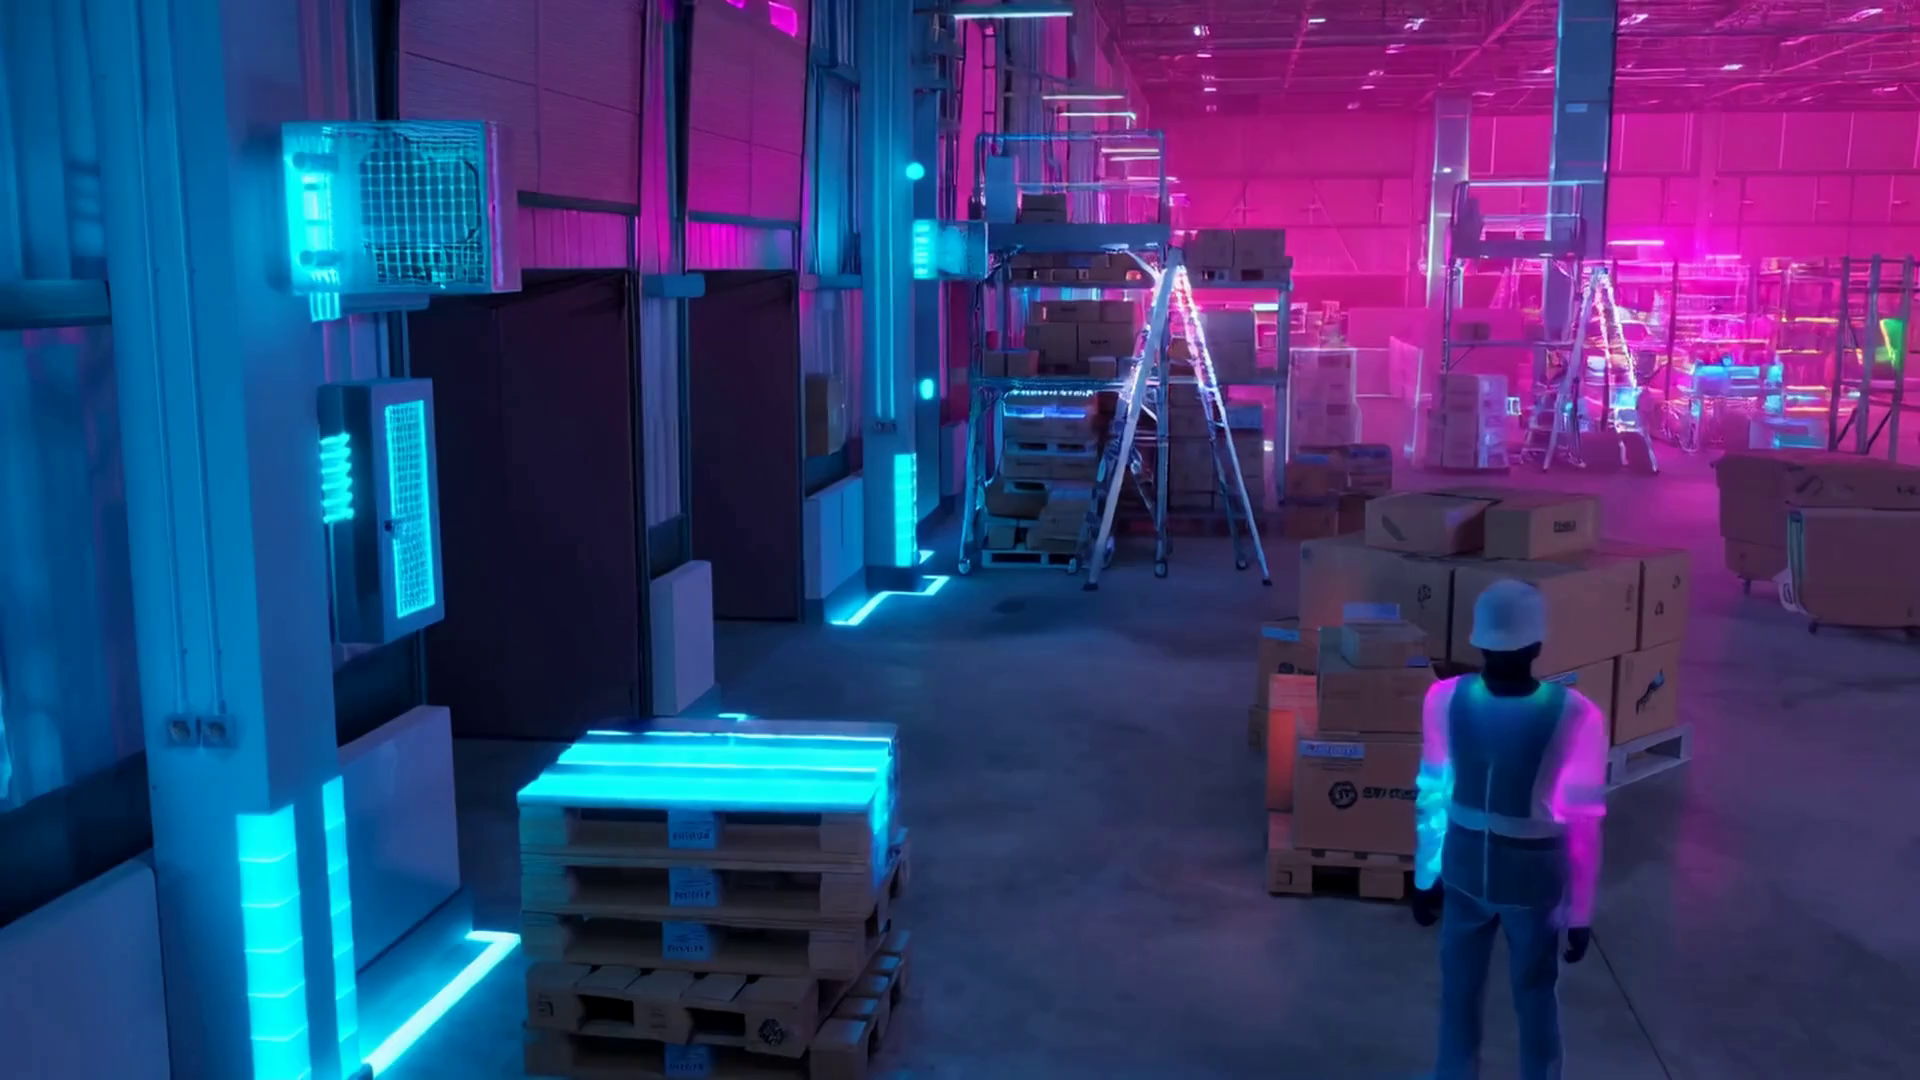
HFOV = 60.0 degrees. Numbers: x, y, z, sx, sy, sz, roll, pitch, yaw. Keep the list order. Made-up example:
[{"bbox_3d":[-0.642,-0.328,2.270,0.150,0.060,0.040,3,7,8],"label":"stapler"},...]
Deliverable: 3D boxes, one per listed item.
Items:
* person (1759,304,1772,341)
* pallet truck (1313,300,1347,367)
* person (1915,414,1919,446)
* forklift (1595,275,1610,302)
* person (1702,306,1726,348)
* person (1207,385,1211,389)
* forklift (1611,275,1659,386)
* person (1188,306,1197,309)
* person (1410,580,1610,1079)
[{"bbox_3d":[22.168,-5.536,45.833,0.356,1.931,0.629,3,10,18],"label":"person"},{"bbox_3d":[11.159,-6.200,49.718,0.823,1.965,1.885,4,10,26],"label":"pallet truck"},{"bbox_3d":[15.727,-2.369,26.897,0.320,1.738,0.485,8,12,42],"label":"person"},{"bbox_3d":[17.876,-6.096,46.361,1.873,2.768,1.129,-3,10,-17],"label":"forklift"},{"bbox_3d":[19.669,-5.139,43.407,0.562,1.918,0.427,7,11,35],"label":"person"},{"bbox_3d":[5.213,-3.649,35.118,0.313,1.634,0.515,-5,10,-27],"label":"person"},{"bbox_3d":[16.302,-5.241,41.090,1.873,2.768,1.129,4,10,22],"label":"forklift"},{"bbox_3d":[6.225,-5.350,44.698,0.544,1.930,0.389,-5,11,-29],"label":"person"},{"bbox_3d":[1.686,1.063,5.179,0.591,1.918,0.395,8,12,40],"label":"person"}]
